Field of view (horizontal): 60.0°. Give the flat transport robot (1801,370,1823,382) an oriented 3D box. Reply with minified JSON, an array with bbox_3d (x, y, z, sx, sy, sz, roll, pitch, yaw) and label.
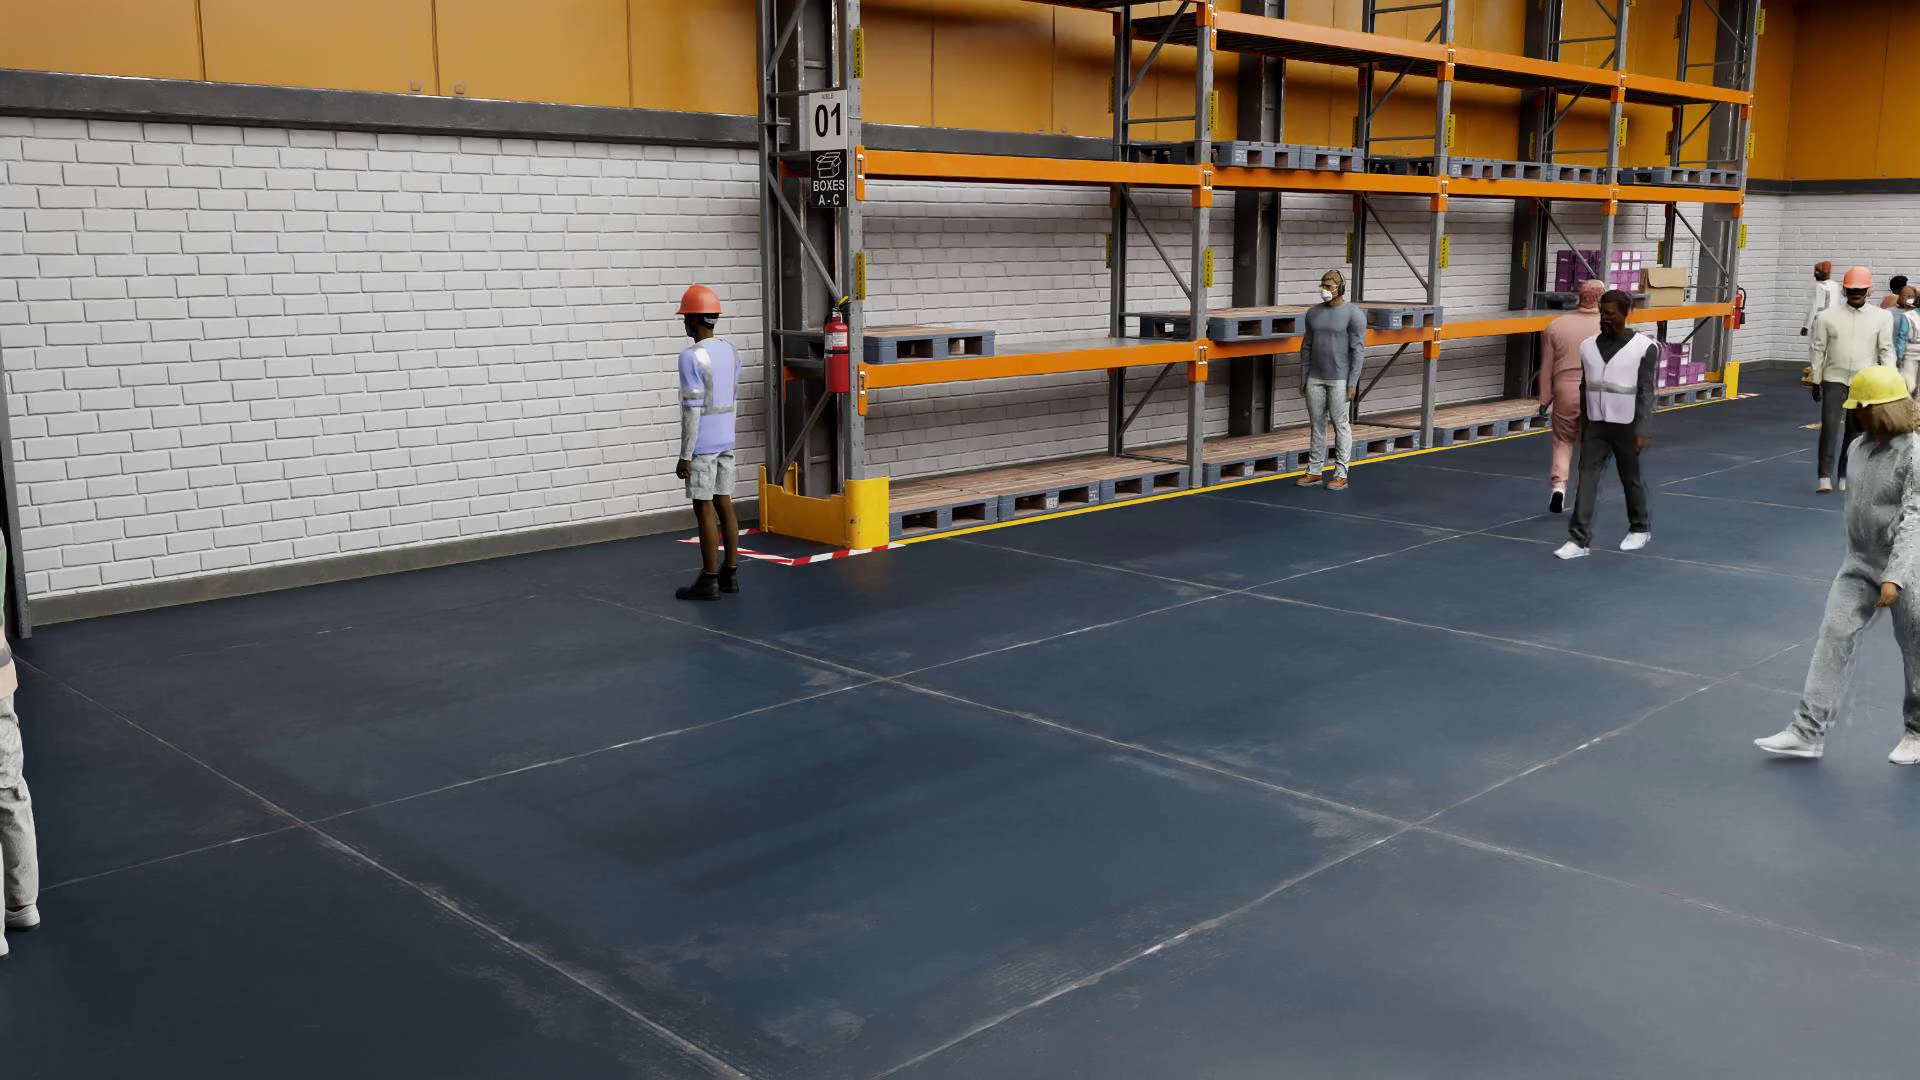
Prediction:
[{"bbox_3d":[13.347,-2.544,25.446,0.652,0.197,1.431,7,13,34],"label":"flat transport robot"}]

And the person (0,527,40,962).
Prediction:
[{"bbox_3d":[-3.086,0.498,5.129,0.309,1.638,0.513,-1,10,-3],"label":"person"}]

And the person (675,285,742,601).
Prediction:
[{"bbox_3d":[-1.573,-0.592,10.252,0.355,1.939,0.543,5,11,24],"label":"person"}]

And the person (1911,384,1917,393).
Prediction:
[{"bbox_3d":[13.690,-2.977,23.523,0.525,1.837,0.750,-5,12,-27],"label":"person"}]

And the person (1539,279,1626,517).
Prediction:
[{"bbox_3d":[4.929,-1.103,13.149,0.670,1.895,0.433,6,12,30],"label":"person"}]

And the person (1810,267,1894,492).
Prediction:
[{"bbox_3d":[7.732,-1.367,14.421,0.617,1.963,0.871,4,11,22],"label":"person"}]

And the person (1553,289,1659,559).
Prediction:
[{"bbox_3d":[4.606,-0.816,11.680,0.993,1.877,0.611,-8,13,-37],"label":"person"}]

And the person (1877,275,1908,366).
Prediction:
[{"bbox_3d":[13.075,-2.862,23.293,0.420,1.680,0.548,0,10,2],"label":"person"}]

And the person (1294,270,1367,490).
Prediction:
[{"bbox_3d":[3.277,-1.414,14.736,0.372,1.940,0.631,-10,14,-43],"label":"person"}]

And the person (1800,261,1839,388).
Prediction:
[{"bbox_3d":[12.656,-3.155,24.443,0.602,1.867,0.390,-8,13,-37],"label":"person"}]

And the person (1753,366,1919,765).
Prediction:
[{"bbox_3d":[3.815,0.124,6.978,0.859,1.687,0.514,-3,11,-16],"label":"person"}]

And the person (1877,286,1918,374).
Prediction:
[{"bbox_3d":[11.577,-2.303,20.420,0.513,1.614,0.545,2,11,11],"label":"person"}]

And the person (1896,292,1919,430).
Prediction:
[{"bbox_3d":[11.114,-2.100,19.304,0.531,1.626,0.436,0,10,1],"label":"person"}]
